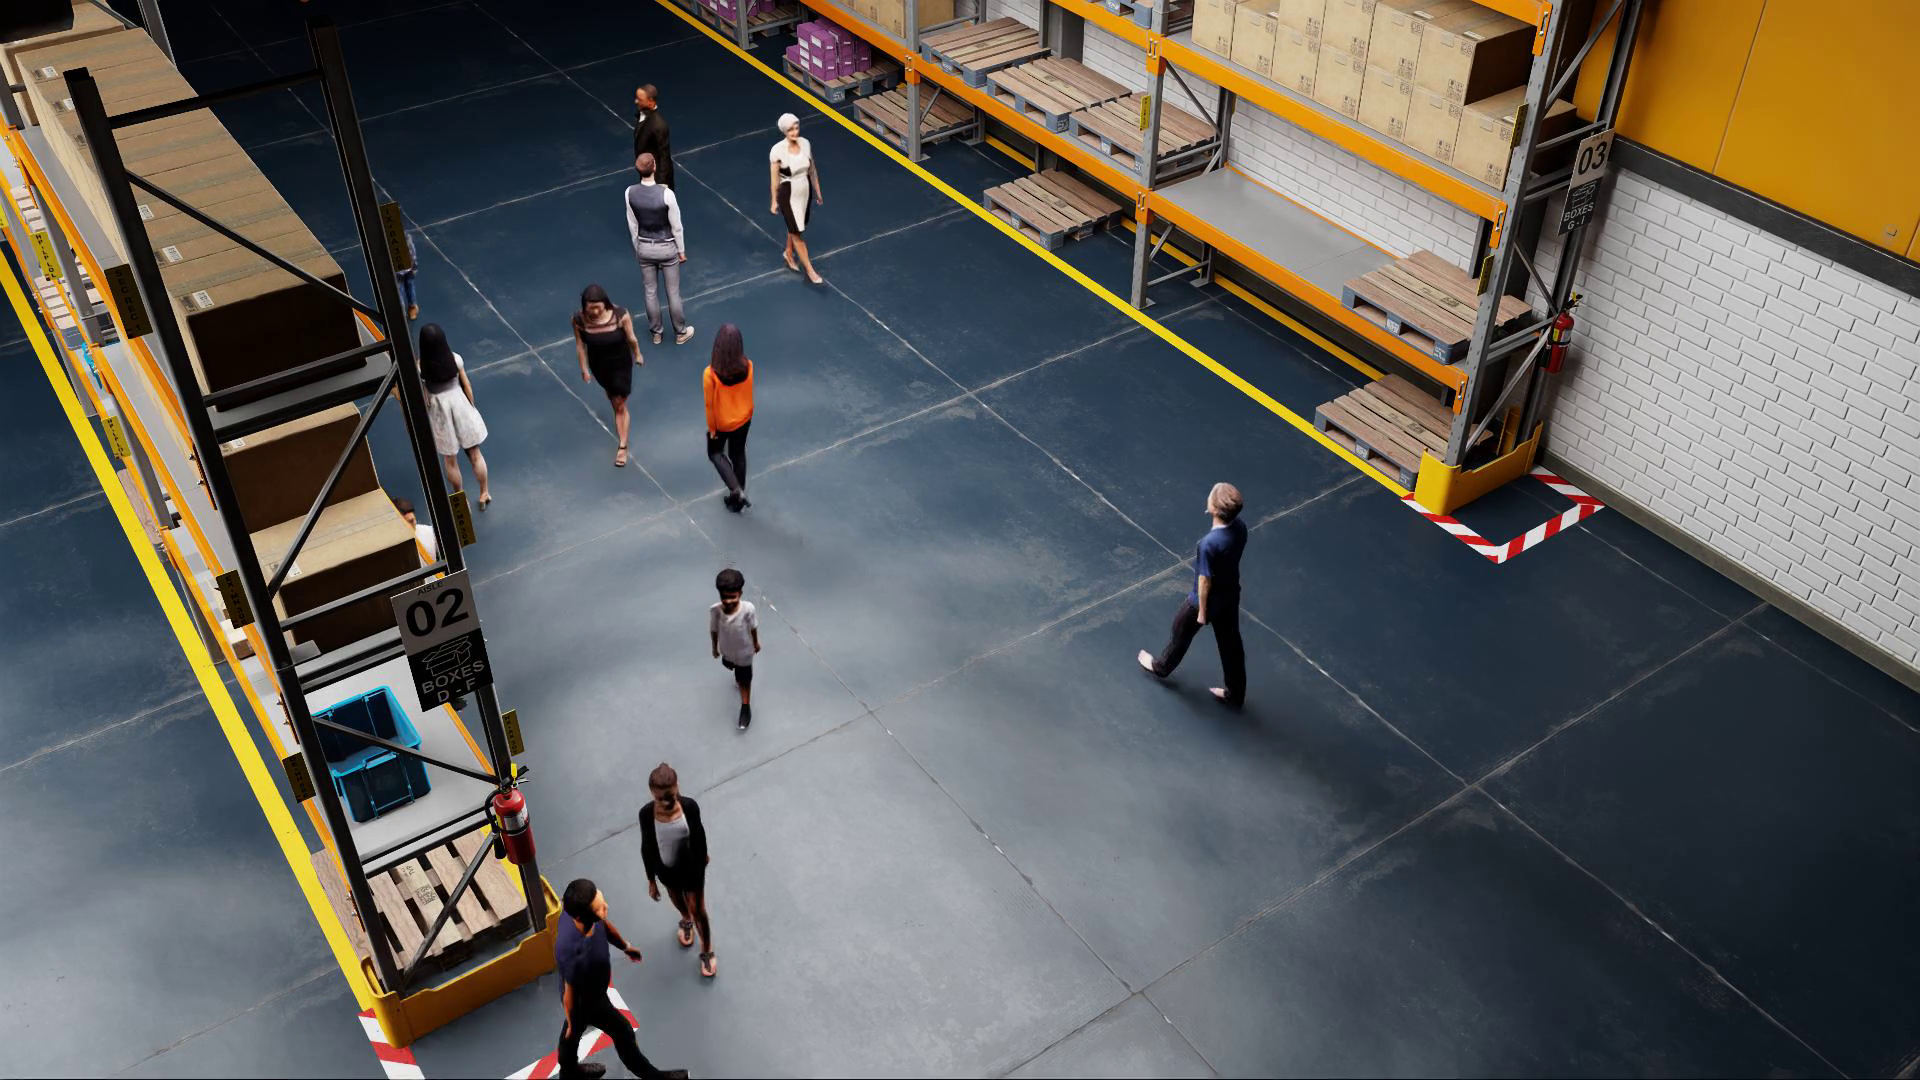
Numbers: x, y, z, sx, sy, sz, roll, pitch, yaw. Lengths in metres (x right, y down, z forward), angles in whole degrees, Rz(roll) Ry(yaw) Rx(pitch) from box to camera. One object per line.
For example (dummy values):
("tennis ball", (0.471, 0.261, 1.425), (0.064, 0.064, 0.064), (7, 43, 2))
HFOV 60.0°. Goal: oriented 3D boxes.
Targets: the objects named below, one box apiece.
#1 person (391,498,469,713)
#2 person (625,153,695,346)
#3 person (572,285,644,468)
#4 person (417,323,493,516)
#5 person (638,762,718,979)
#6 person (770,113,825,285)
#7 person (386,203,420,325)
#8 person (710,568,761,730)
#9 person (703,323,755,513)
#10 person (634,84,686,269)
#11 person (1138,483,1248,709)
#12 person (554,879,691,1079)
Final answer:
("person", (-3.878, 0.366, 11.837), (0.757, 1.693, 1.052), (-30, 48, -32))
("person", (-2.817, -2.714, 15.497), (0.741, 1.938, 0.790), (5, 39, 6))
("person", (-2.976, -1.507, 14.217), (1.064, 1.649, 1.217), (-2, 39, -2))
("person", (-4.113, -0.976, 13.453), (0.702, 1.774, 0.699), (-15, 41, -18))
("person", (-1.723, 1.875, 10.072), (0.728, 1.539, 0.861), (-6, 39, -7))
("person", (-1.698, -3.440, 16.576), (0.707, 1.726, 1.015), (-28, 46, -31))
("person", (-5.379, -2.617, 15.937), (0.657, 1.238, 0.790), (-7, 39, -9))
("person", (-1.587, 0.684, 11.800), (0.797, 1.243, 0.916), (1, 39, 2))
("person", (-1.794, -0.919, 13.418), (0.658, 1.728, 0.712), (-31, 48, -33))
("person", (-3.046, -3.679, 16.733), (0.770, 1.905, 0.588), (-18, 42, -21))
("person", (1.856, 0.448, 11.623), (1.139, 1.833, 0.820), (30, 47, 32))
("person", (-2.140, 2.480, 9.142), (0.982, 1.754, 1.041), (-7, 39, -9))
